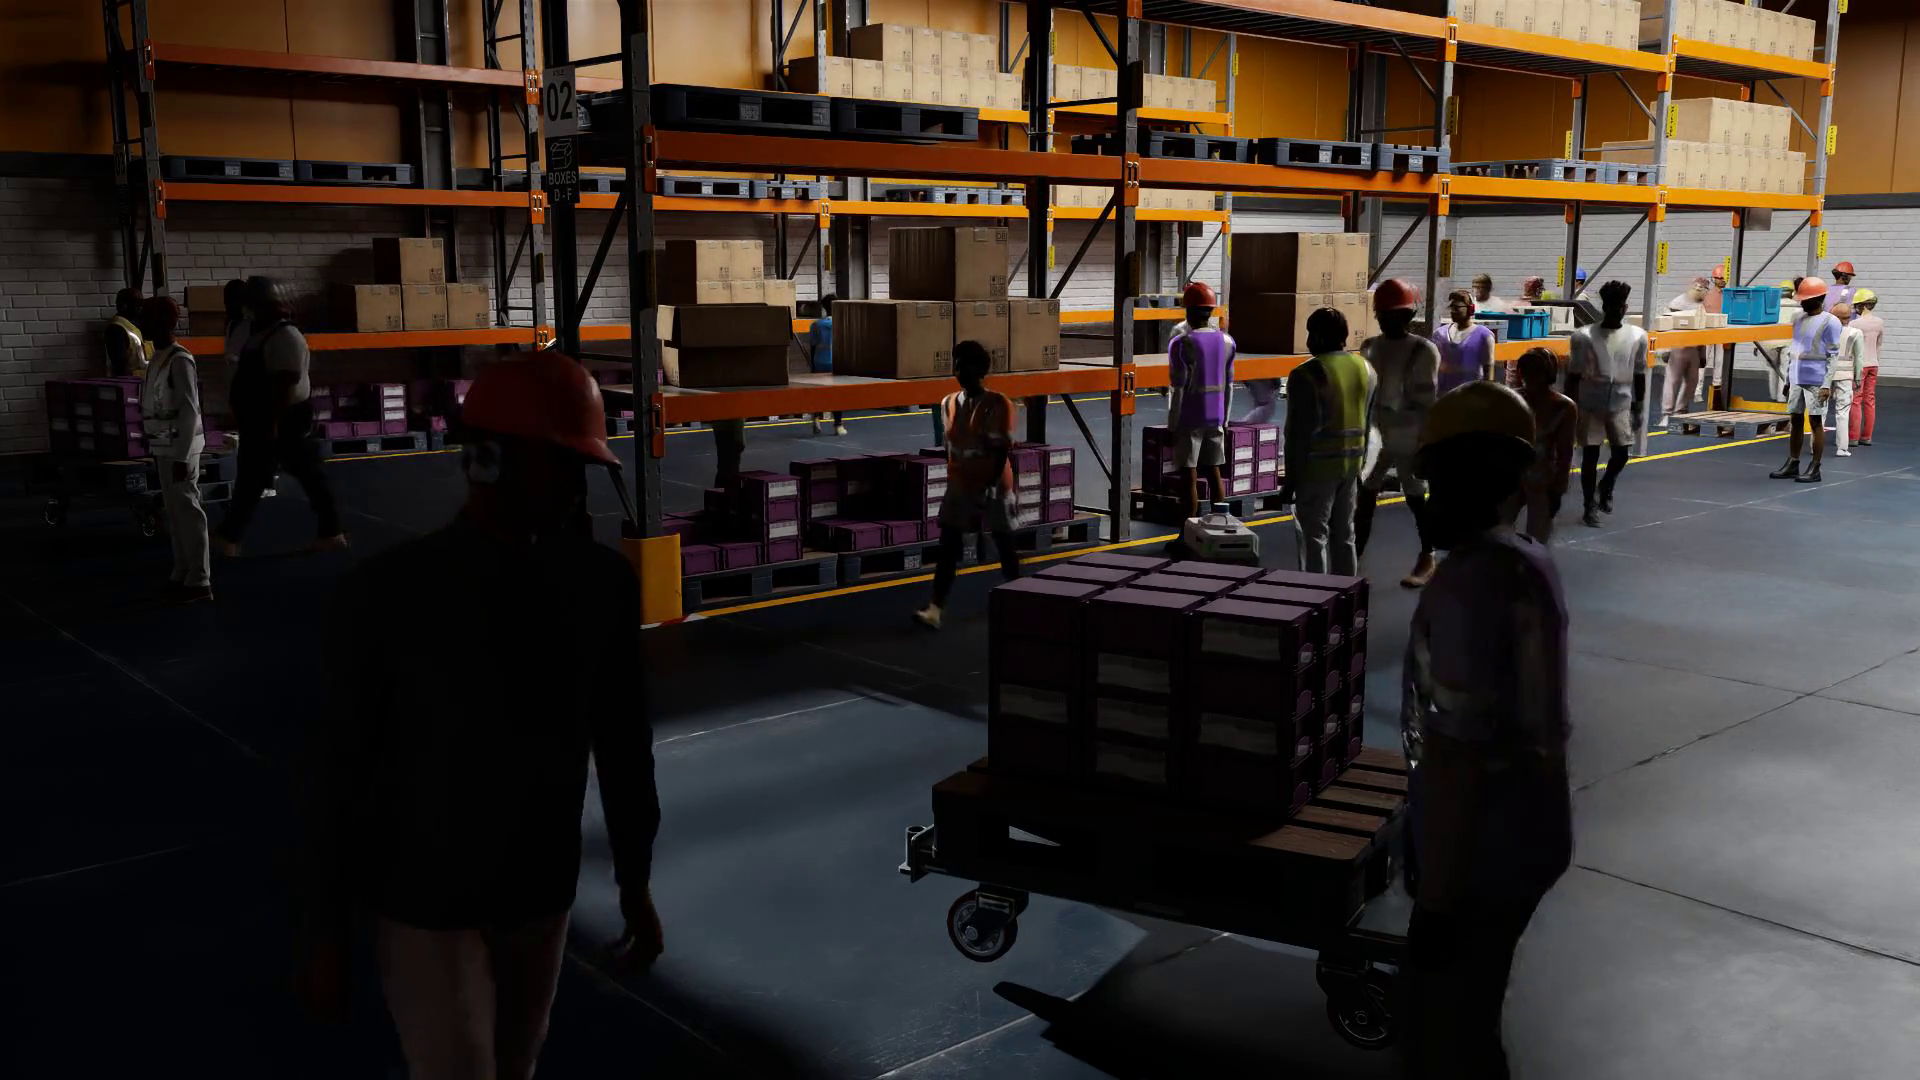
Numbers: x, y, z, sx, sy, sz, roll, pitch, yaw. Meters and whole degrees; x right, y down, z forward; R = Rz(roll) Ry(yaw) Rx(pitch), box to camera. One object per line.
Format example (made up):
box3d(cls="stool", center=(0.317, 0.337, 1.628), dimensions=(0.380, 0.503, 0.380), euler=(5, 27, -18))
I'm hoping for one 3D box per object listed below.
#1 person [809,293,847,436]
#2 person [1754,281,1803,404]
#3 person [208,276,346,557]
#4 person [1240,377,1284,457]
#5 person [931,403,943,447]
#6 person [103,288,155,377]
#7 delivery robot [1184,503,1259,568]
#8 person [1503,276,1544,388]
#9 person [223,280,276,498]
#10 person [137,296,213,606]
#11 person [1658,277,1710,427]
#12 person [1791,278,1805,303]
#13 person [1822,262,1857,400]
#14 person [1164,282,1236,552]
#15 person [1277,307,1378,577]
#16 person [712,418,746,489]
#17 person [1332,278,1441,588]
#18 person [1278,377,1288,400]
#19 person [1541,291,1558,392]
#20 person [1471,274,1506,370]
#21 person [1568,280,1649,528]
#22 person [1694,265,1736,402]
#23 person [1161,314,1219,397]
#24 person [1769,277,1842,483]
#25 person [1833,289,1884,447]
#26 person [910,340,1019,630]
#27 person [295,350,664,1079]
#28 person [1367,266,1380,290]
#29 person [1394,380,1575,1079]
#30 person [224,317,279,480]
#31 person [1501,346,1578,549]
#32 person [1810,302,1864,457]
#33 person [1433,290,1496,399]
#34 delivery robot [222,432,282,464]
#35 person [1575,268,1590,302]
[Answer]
box3d(cls="person", center=(-1.509, -2.068, 19.674), dimensions=(0.544, 1.697, 0.364), euler=(3, 10, 19))
box3d(cls="person", center=(11.609, -2.755, 23.437), dimensions=(0.690, 1.767, 0.892), euler=(7, 12, 36))
box3d(cls="person", center=(-4.885, -0.886, 11.726), dimensions=(0.691, 2.000, 1.027), euler=(9, 13, 42))
box3d(cls="person", center=(3.098, -1.770, 17.326), dimensions=(0.716, 1.885, 0.655), euler=(-3, 10, -19))
box3d(cls="person", center=(-0.135, -1.616, 16.814), dimensions=(0.534, 1.767, 0.327), euler=(5, 11, 26))
box3d(cls="person", center=(-7.517, -1.372, 15.165), dimensions=(0.429, 1.838, 0.634), euler=(-1, 10, -8))
box3d(cls="delivery robot", center=(1.657, 0.006, 10.573), dimensions=(0.477, 0.478, 0.707), euler=(-1, 10, -5))
box3d(cls="person", center=(6.434, -2.027, 18.847), dimensions=(0.395, 1.900, 0.644), euler=(-6, 12, -33))
box3d(cls="person", center=(-6.272, -1.327, 14.667), dimensions=(0.377, 1.916, 0.599), euler=(-9, 13, -43))
box3d(cls="person", center=(-4.819, -0.543, 10.180), dimensions=(0.353, 1.883, 0.573), euler=(-8, 12, -38))
box3d(cls="person", center=(8.997, -2.328, 20.694), dimensions=(0.765, 1.873, 0.395), euler=(-5, 11, -28))
box3d(cls="person", center=(12.658, -3.087, 25.322), dimensions=(0.528, 1.809, 1.014), euler=(4, 10, 20))
box3d(cls="person", center=(13.051, -3.105, 24.734), dimensions=(0.394, 2.037, 0.605), euler=(-4, 11, -24))
box3d(cls="person", center=(1.690, -0.858, 11.865), dimensions=(0.543, 1.938, 0.357), euler=(-5, 11, -27))
box3d(cls="person", center=(2.028, -0.369, 9.322), dimensions=(0.645, 1.843, 0.429), euler=(-7, 12, -35))
box3d(cls="person", center=(-1.690, -0.786, 12.327), dimensions=(0.285, 1.634, 0.499), euler=(-3, 10, -18))
box3d(cls="person", center=(2.704, -0.631, 10.393), dimensions=(1.095, 1.985, 0.627), euler=(-8, 12, -39))
box3d(cls="person", center=(4.667, -2.982, 24.648), dimensions=(0.405, 1.823, 0.591), euler=(-7, 12, -35))
box3d(cls="person", center=(7.271, -2.246, 20.728), dimensions=(0.929, 1.680, 0.515), euler=(1, 10, 7))
box3d(cls="person", center=(6.139, -2.206, 19.828), dimensions=(0.804, 1.904, 0.644), euler=(-6, 11, -30))
box3d(cls="person", center=(5.078, -1.075, 13.127), dimensions=(0.607, 1.949, 0.533), euler=(1, 10, 7))
box3d(cls="person", center=(10.999, -2.994, 24.201), dimensions=(0.612, 1.996, 0.389), euler=(1, 10, 3))
box3d(cls="person", center=(2.359, -1.652, 17.066), dimensions=(0.614, 1.767, 1.015), euler=(-7, 12, -36))
box3d(cls="person", center=(7.975, -1.502, 15.665), dimensions=(0.373, 1.928, 0.543), euler=(-3, 10, -18))
box3d(cls="person", center=(10.047, -1.915, 18.564), dimensions=(0.523, 1.765, 0.316), euler=(-5, 11, -25))
box3d(cls="person", center=(0.075, -0.312, 9.513), dimensions=(0.542, 1.639, 0.908), euler=(6, 12, 33))
box3d(cls="person", center=(-0.856, 0.640, 3.036), dimensions=(0.537, 1.957, 0.648), euler=(8, 13, 39))
box3d(cls="person", center=(7.213, -3.833, 29.278), dimensions=(0.627, 1.941, 0.371), euler=(8, 12, 38))
box3d(cls="person", center=(1.024, 0.625, 3.364), dimensions=(0.407, 1.873, 0.635), euler=(4, 10, 21))
box3d(cls="person", center=(-6.647, -1.328, 15.535), dimensions=(0.345, 1.632, 0.518), euler=(-1, 10, -9))
box3d(cls="person", center=(3.187, -0.280, 9.389), dimensions=(0.549, 1.614, 0.532), euler=(-9, 13, -43))
box3d(cls="person", center=(9.278, -1.698, 17.647), dimensions=(0.524, 1.640, 0.308), euler=(7, 12, 36))
box3d(cls="person", center=(4.169, -1.150, 13.837), dimensions=(0.392, 1.846, 0.564), euler=(-8, 13, -39))
box3d(cls="delivery robot", center=(-6.746, -0.938, 16.104), dimensions=(0.707, 0.478, 0.477), euler=(-8, 13, -39))
box3d(cls="person", center=(9.177, -3.073, 24.803), dimensions=(0.391, 1.948, 0.605), euler=(2, 10, 9))
